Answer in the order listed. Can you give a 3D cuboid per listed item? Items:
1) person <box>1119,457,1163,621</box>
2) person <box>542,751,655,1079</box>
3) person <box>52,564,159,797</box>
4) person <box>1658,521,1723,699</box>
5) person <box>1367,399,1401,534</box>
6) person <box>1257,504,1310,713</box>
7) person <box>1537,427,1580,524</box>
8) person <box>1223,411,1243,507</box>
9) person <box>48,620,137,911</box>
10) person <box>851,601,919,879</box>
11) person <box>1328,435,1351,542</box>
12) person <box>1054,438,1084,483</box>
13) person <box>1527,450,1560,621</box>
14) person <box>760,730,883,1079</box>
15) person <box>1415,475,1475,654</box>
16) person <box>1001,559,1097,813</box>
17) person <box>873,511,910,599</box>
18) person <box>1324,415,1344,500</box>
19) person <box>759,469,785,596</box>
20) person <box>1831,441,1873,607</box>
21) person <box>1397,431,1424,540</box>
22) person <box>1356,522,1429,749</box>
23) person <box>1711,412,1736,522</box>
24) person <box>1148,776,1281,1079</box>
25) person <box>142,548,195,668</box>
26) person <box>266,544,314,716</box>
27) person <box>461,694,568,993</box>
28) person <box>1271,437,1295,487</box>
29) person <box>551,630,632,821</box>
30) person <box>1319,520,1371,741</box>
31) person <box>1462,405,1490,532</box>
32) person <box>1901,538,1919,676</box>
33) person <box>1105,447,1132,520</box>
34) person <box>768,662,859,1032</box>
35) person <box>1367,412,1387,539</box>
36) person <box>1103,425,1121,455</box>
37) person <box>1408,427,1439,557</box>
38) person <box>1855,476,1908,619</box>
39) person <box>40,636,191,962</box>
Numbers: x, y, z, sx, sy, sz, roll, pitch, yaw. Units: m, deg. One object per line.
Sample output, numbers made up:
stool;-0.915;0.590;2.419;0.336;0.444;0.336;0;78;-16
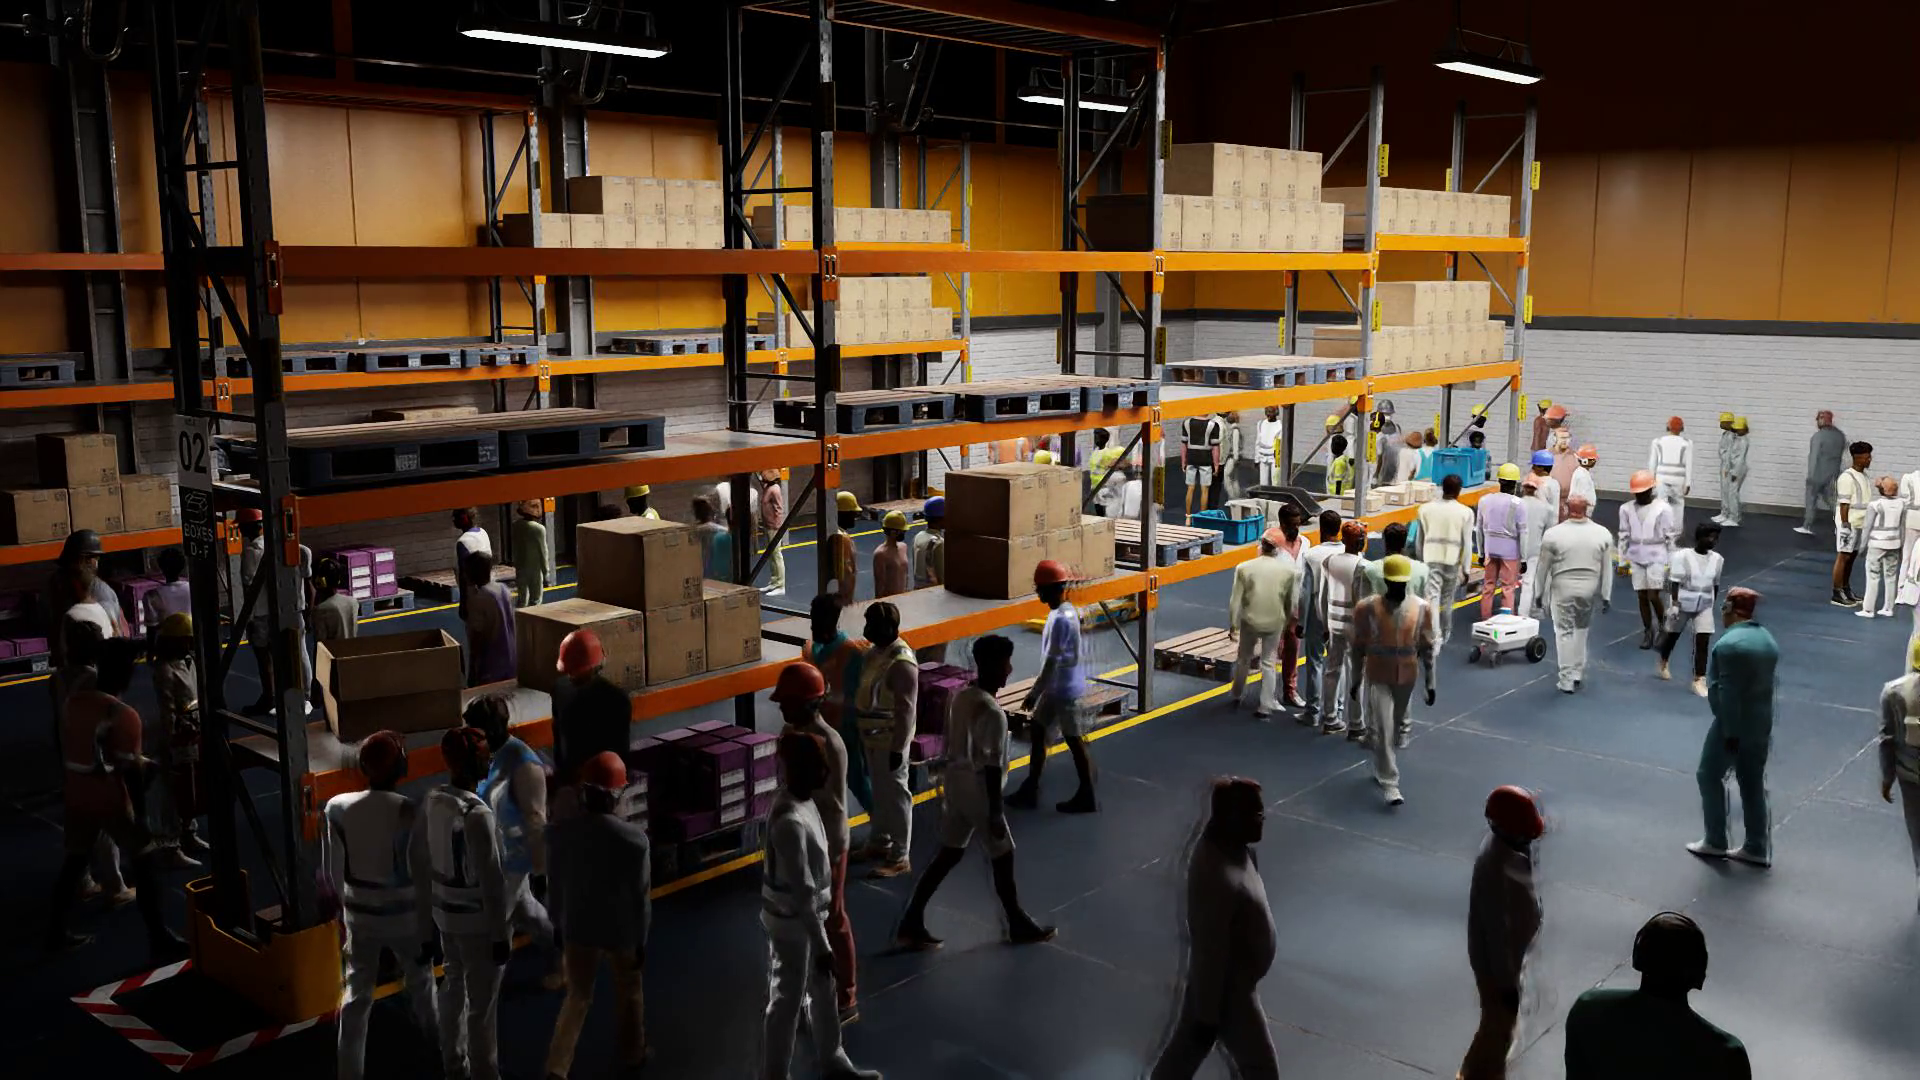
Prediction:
person;2.055;-0.021;18.845;0.539;1.892;0.578;-7;12;-36
person;-1.763;1.874;8.068;0.564;1.721;0.752;2;10;10
person;-6.512;1.070;12.559;0.767;1.825;0.573;-1;10;-8
person;6.950;0.609;15.829;0.525;1.650;0.880;0;10;1
person;6.313;-1.083;24.751;0.688;2.000;0.536;-4;10;-23
person;2.926;0.610;15.063;0.597;1.907;0.409;-7;12;-34
person;7.843;-0.522;21.792;0.641;1.913;0.408;1;10;3
person;4.476;-1.345;27.561;0.446;1.622;0.539;0;10;2
person;-5.449;1.415;10.449;0.504;1.839;0.340;3;10;18
person;-0.509;1.311;11.050;0.430;1.845;0.619;-4;10;-22
person;5.245;-0.609;22.987;0.322;1.690;0.530;2;10;11
person;1.645;-1.004;25.513;0.557;1.632;0.321;-8;12;-39
person;6.593;-0.055;18.889;0.391;1.948;0.605;6;11;32
person;-0.683;1.827;7.922;0.546;1.880;0.585;0;10;2
person;5.050;0.247;17.394;0.603;1.859;0.979;4;10;23
person;0.627;1.089;12.203;0.855;1.891;0.535;0;10;-1
person;-0.627;0.591;15.620;0.352;1.757;0.521;5;11;30
person;5.704;-1.044;25.445;0.323;1.737;0.490;6;11;33
person;-2.306;-0.136;20.308;0.266;1.631;0.507;-4;10;-23
person;10.576;-0.198;19.689;0.611;1.965;0.362;-9;13;-43
person;6.530;-0.786;24.234;0.379;1.610;0.532;-1;10;-8
person;3.611;0.805;13.896;0.600;1.907;0.411;-2;10;-13
person;11.966;-1.140;26.015;0.317;1.737;0.487;3;10;18
person;1.177;1.930;7.325;0.980;1.860;0.659;1;10;8
person;-6.514;0.910;13.875;0.531;1.698;0.320;-8;12;-39
person;-6.045;0.657;14.913;0.509;1.860;0.333;1;10;3
person;-2.434;1.686;8.980;0.628;1.799;0.970;9;13;43
person;4.251;-0.477;21.987;0.338;1.761;0.524;6;11;33
person;-2.192;1.465;9.822;0.639;1.950;0.668;5;11;27
person;3.323;0.767;14.179;0.354;1.883;0.576;-8;12;-40
person;7.779;-1.088;25.149;0.381;1.918;0.584;0;10;-2
person;8.869;0.607;15.279;0.394;1.836;0.561;4;10;23
person;1.996;-0.316;21.129;0.422;1.717;0.533;-2;10;-12
person;-0.807;1.613;8.845;0.413;1.986;0.608;-7;12;-35
person;6.109;-0.952;24.479;0.318;1.870;0.531;3;10;15
person;2.564;-1.474;28.297;0.266;1.631;0.507;7;12;36
person;6.349;-0.625;22.682;0.519;1.829;0.636;5;11;29
person;10.543;0.086;18.989;0.517;1.633;0.309;-2;10;-12
person;-4.926;1.514;9.672;0.796;1.913;0.561;5;11;26
